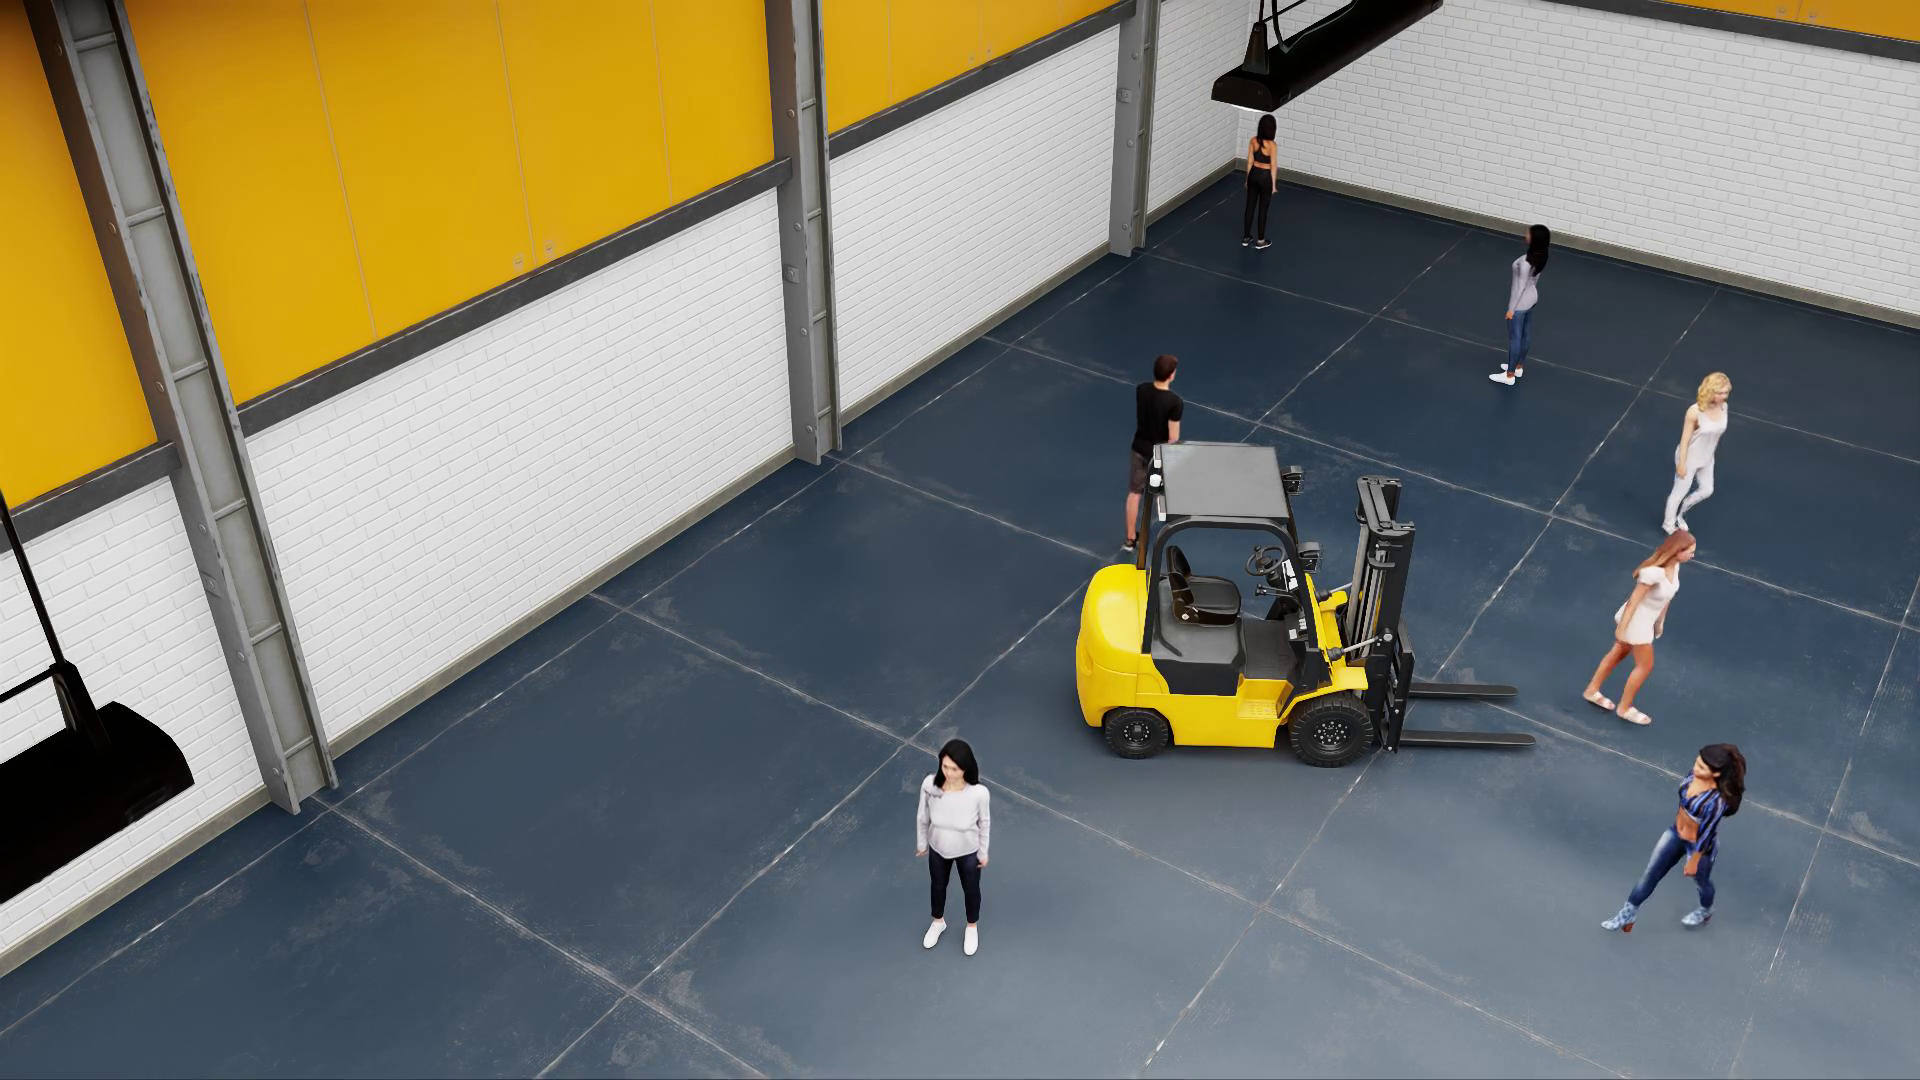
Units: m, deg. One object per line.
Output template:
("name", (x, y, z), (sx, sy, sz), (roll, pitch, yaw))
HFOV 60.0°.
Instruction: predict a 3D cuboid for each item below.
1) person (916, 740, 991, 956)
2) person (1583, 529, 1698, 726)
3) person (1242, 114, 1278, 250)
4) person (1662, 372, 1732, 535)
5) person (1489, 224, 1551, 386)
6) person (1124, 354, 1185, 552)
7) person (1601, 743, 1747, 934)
("person", (-0.025, 1.945, 10.594), (0.693, 1.700, 0.675), (7, 34, 10))
("person", (5.096, 0.608, 12.643), (0.742, 1.658, 0.692), (-24, 41, -32))
("person", (3.623, -4.340, 20.102), (0.567, 1.643, 0.506), (24, 40, 31))
("person", (6.467, -0.789, 14.744), (0.695, 1.659, 0.788), (-13, 36, -18))
("person", (5.822, -2.440, 17.157), (0.683, 1.737, 0.496), (26, 41, 33))
("person", (1.621, -0.729, 14.514), (0.640, 1.814, 1.108), (21, 39, 29))
("person", (4.770, 1.954, 10.692), (1.095, 1.576, 1.027), (-6, 34, -9))
